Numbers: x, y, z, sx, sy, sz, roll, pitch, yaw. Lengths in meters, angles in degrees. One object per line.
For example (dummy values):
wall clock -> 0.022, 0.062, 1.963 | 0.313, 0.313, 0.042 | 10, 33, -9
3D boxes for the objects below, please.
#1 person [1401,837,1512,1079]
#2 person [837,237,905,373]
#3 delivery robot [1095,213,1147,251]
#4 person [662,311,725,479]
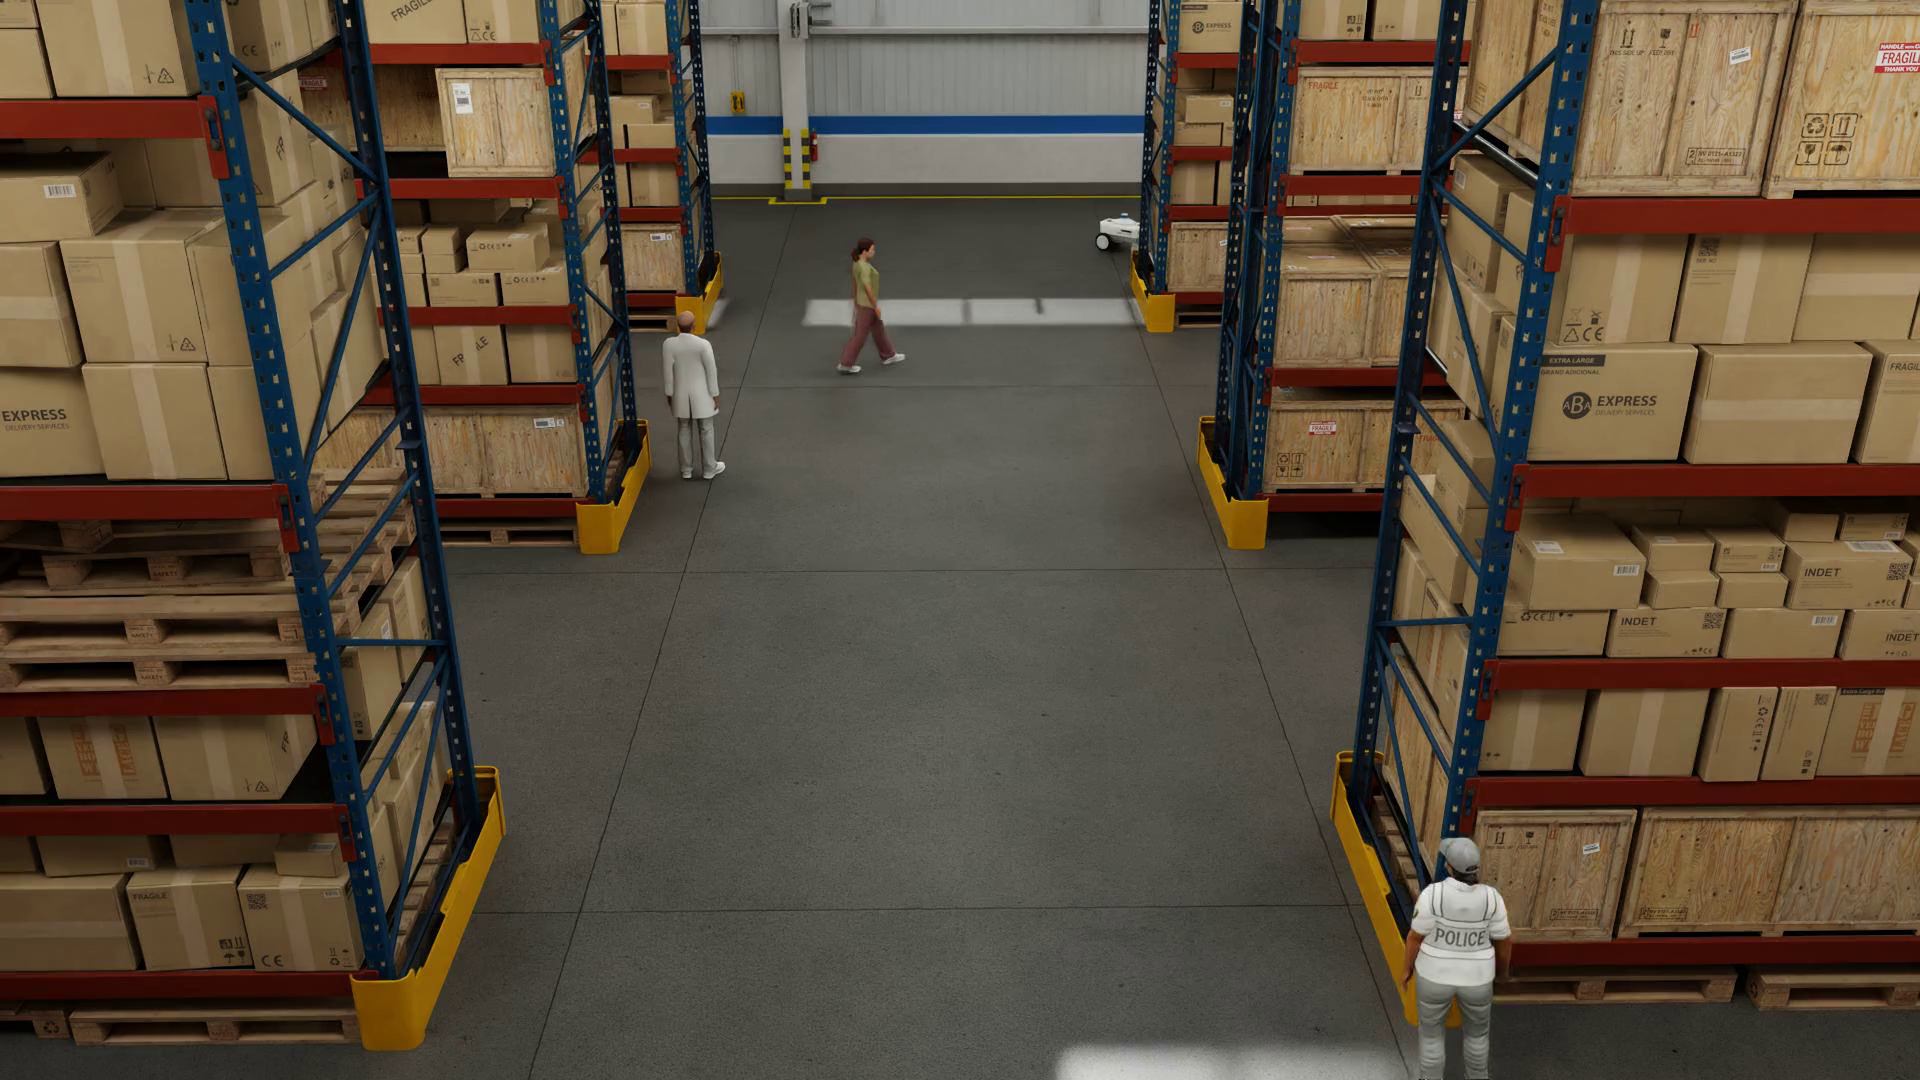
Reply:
person -> 2.684, 2.353, 8.967 | 0.587, 1.667, 0.467 | 2, 25, 5
person -> -1.075, -2.848, 20.087 | 0.910, 1.647, 0.478 | -7, 26, -14
delivery robot -> 2.410, -4.613, 25.330 | 0.750, 0.535, 0.667 | 15, 29, 29
person -> -2.740, -1.511, 17.088 | 0.566, 1.782, 0.383 | 3, 25, 5
